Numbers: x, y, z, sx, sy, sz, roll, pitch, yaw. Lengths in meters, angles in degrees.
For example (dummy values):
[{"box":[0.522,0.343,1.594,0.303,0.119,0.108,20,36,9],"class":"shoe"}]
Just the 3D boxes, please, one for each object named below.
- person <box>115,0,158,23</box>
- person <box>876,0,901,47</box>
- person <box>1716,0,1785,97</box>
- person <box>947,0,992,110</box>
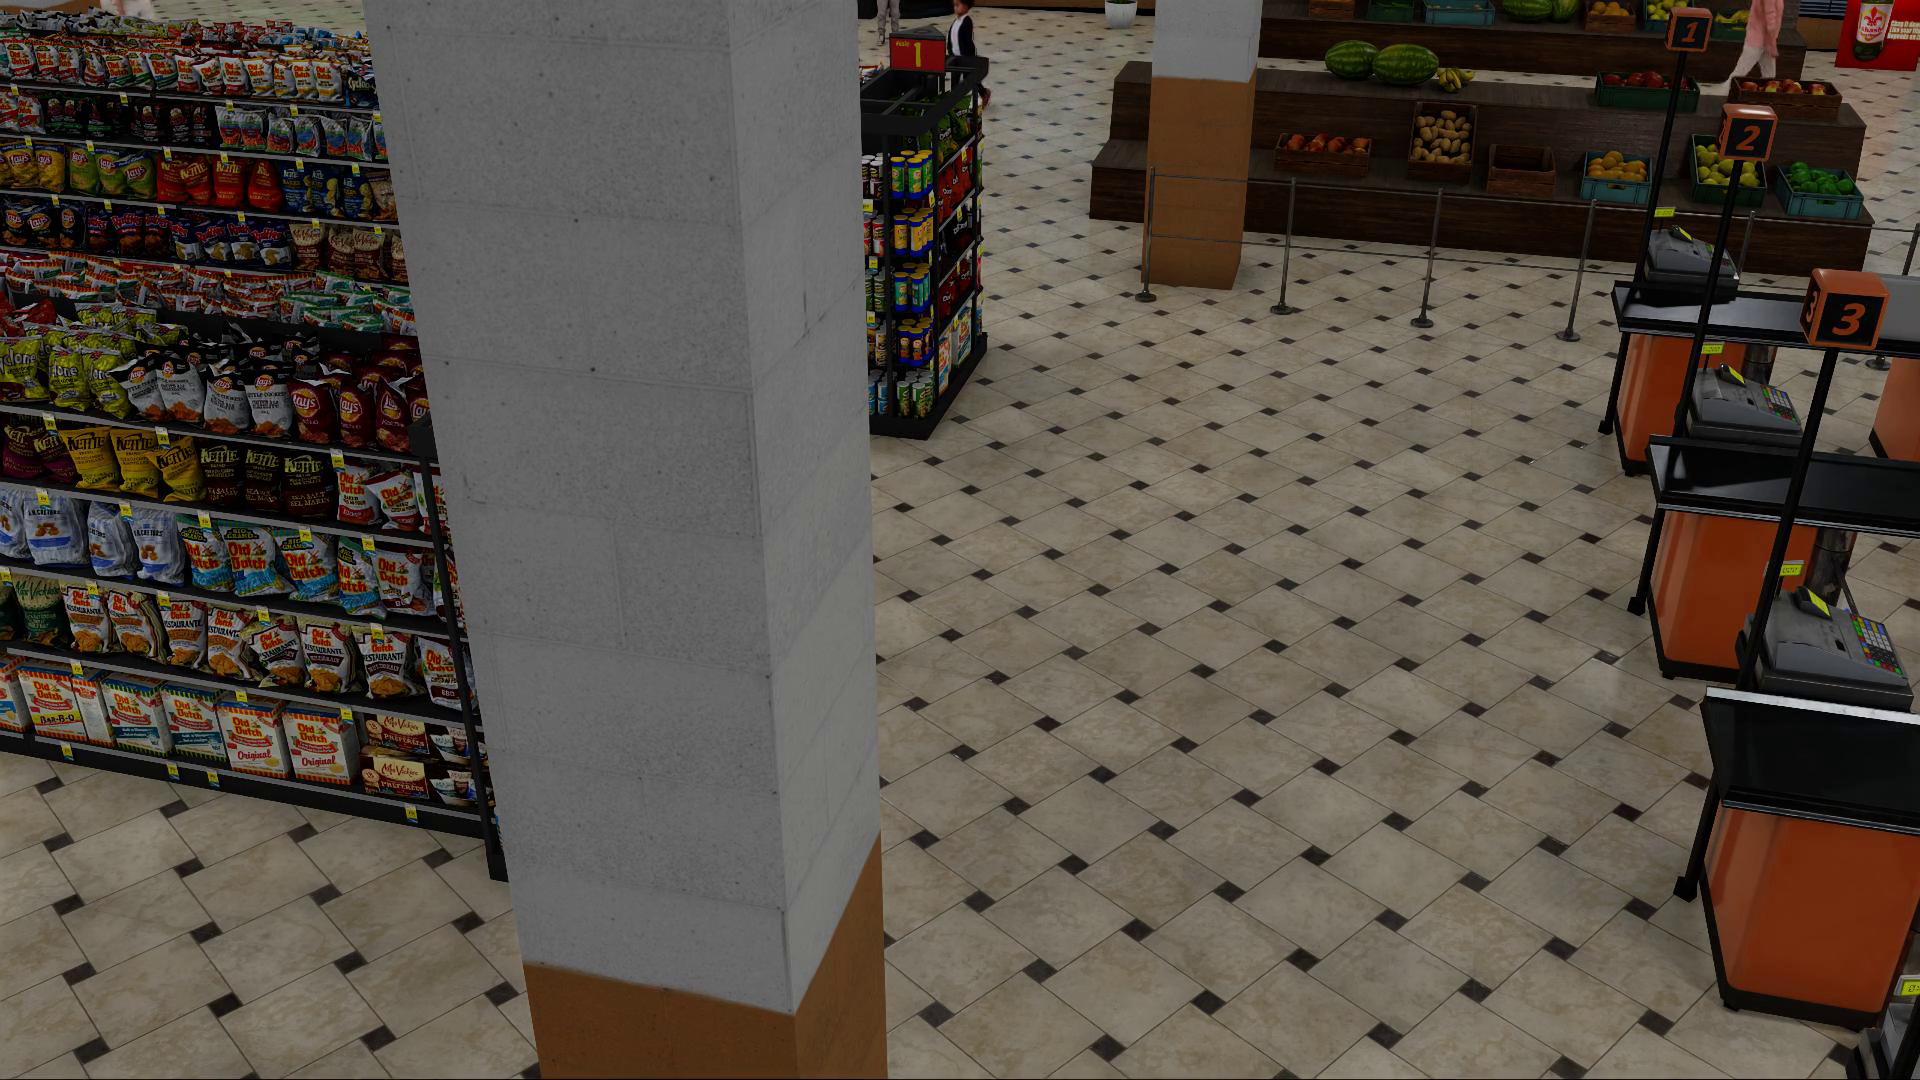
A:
[{"box":[-8.839,-5.662,17.726,1.063,1.684,0.763,15,32,25],"class":"person"},{"box":[-0.854,-6.576,19.789,0.493,1.311,0.597,-1,29,-3],"class":"person"},{"box":[7.720,-4.866,16.276,1.123,1.676,0.681,10,30,18],"class":"person"},{"box":[0.071,-4.976,16.961,0.838,1.214,0.793,-16,33,-27],"class":"person"}]
